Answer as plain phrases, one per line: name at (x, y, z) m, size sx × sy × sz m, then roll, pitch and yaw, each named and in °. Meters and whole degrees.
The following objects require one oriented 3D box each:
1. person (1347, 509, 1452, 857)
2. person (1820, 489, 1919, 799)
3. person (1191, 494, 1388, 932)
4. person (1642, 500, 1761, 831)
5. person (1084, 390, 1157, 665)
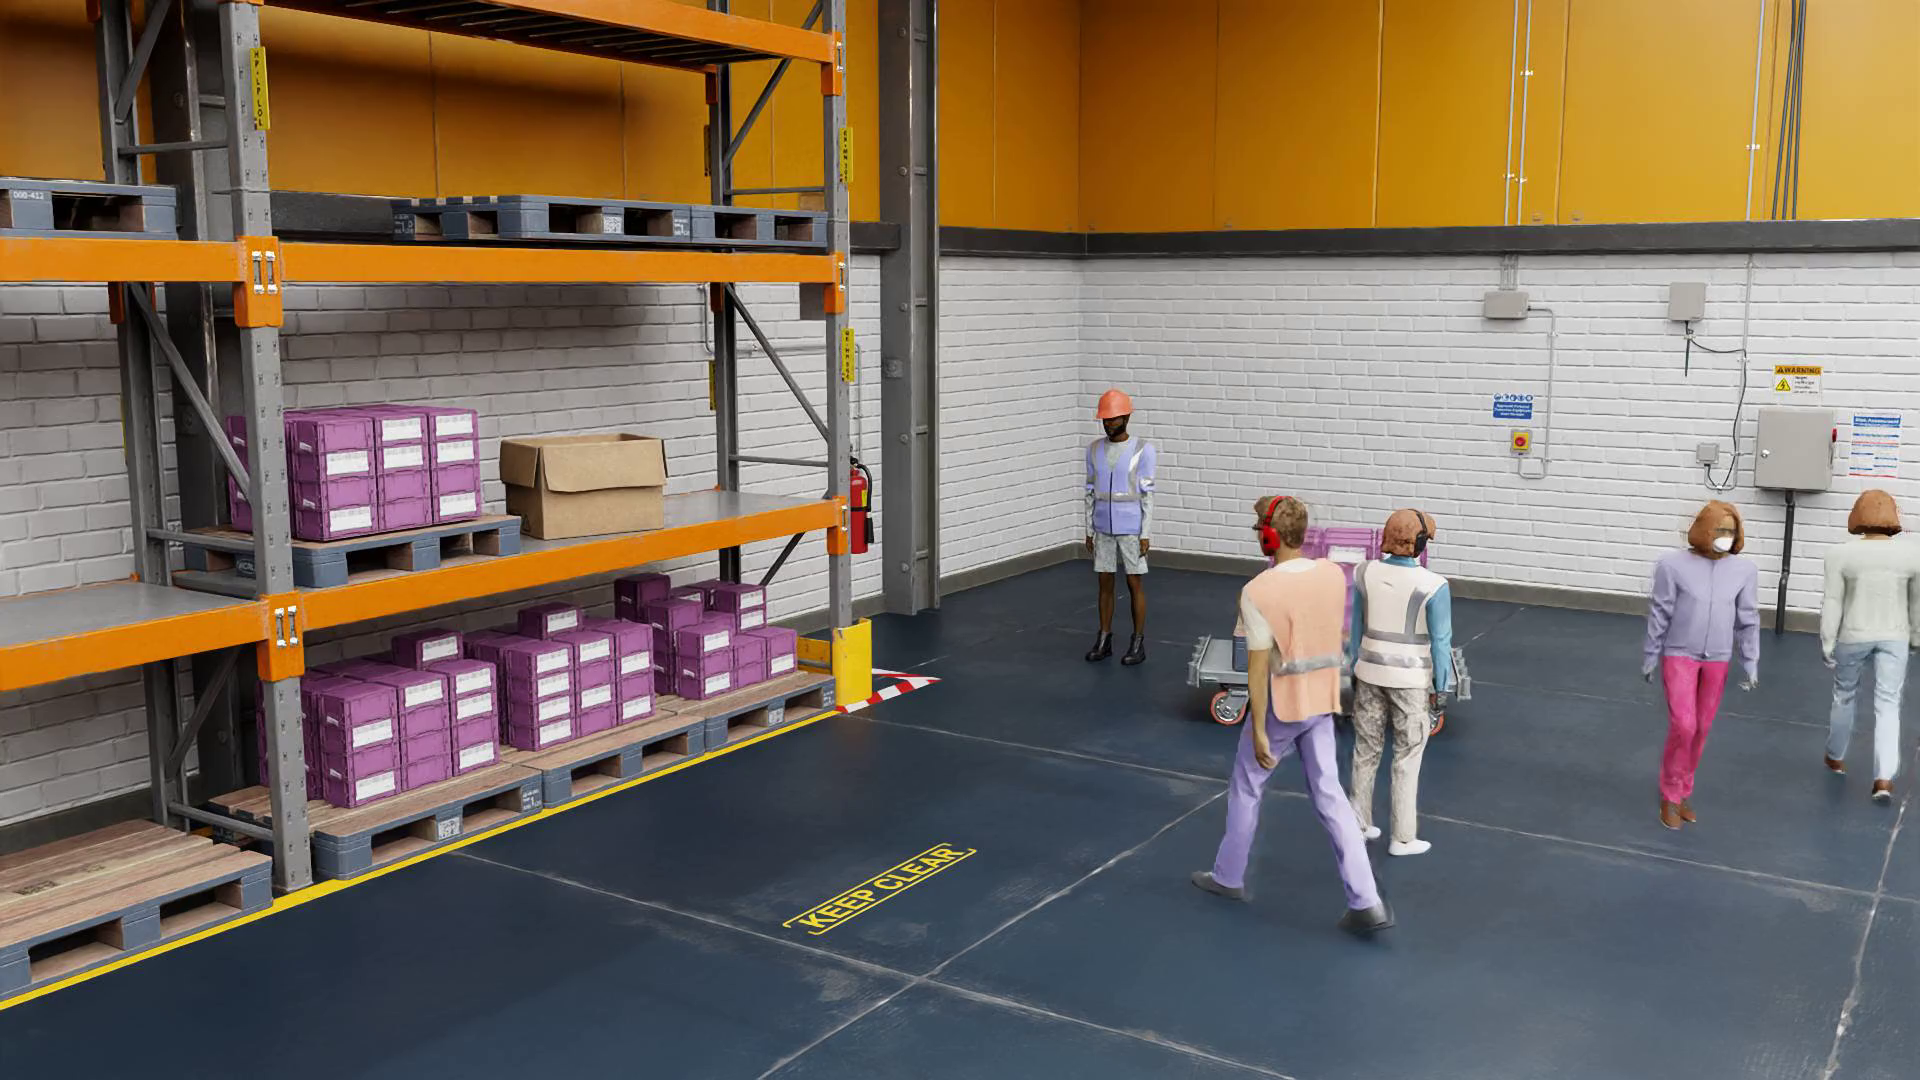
person at (2.032, 0.663, 7.739) m, size 0.525 × 1.631 × 0.320 m, roll 8°, pitch 12°, yaw 44°
person at (4.789, 0.525, 8.744) m, size 0.502 × 1.594 × 0.826 m, roll 4°, pitch 10°, yaw 24°
person at (1.402, 0.708, 6.906) m, size 0.585 × 1.803 × 0.963 m, roll -5°, pitch 10°, yaw -31°
person at (3.630, 0.612, 8.101) m, size 0.513 × 1.611 × 0.542 m, roll 0°, pitch 9°, yaw -1°
person at (1.099, -0.087, 11.651) m, size 0.543 × 1.931 × 0.388 m, roll 5°, pitch 10°, yaw 31°
